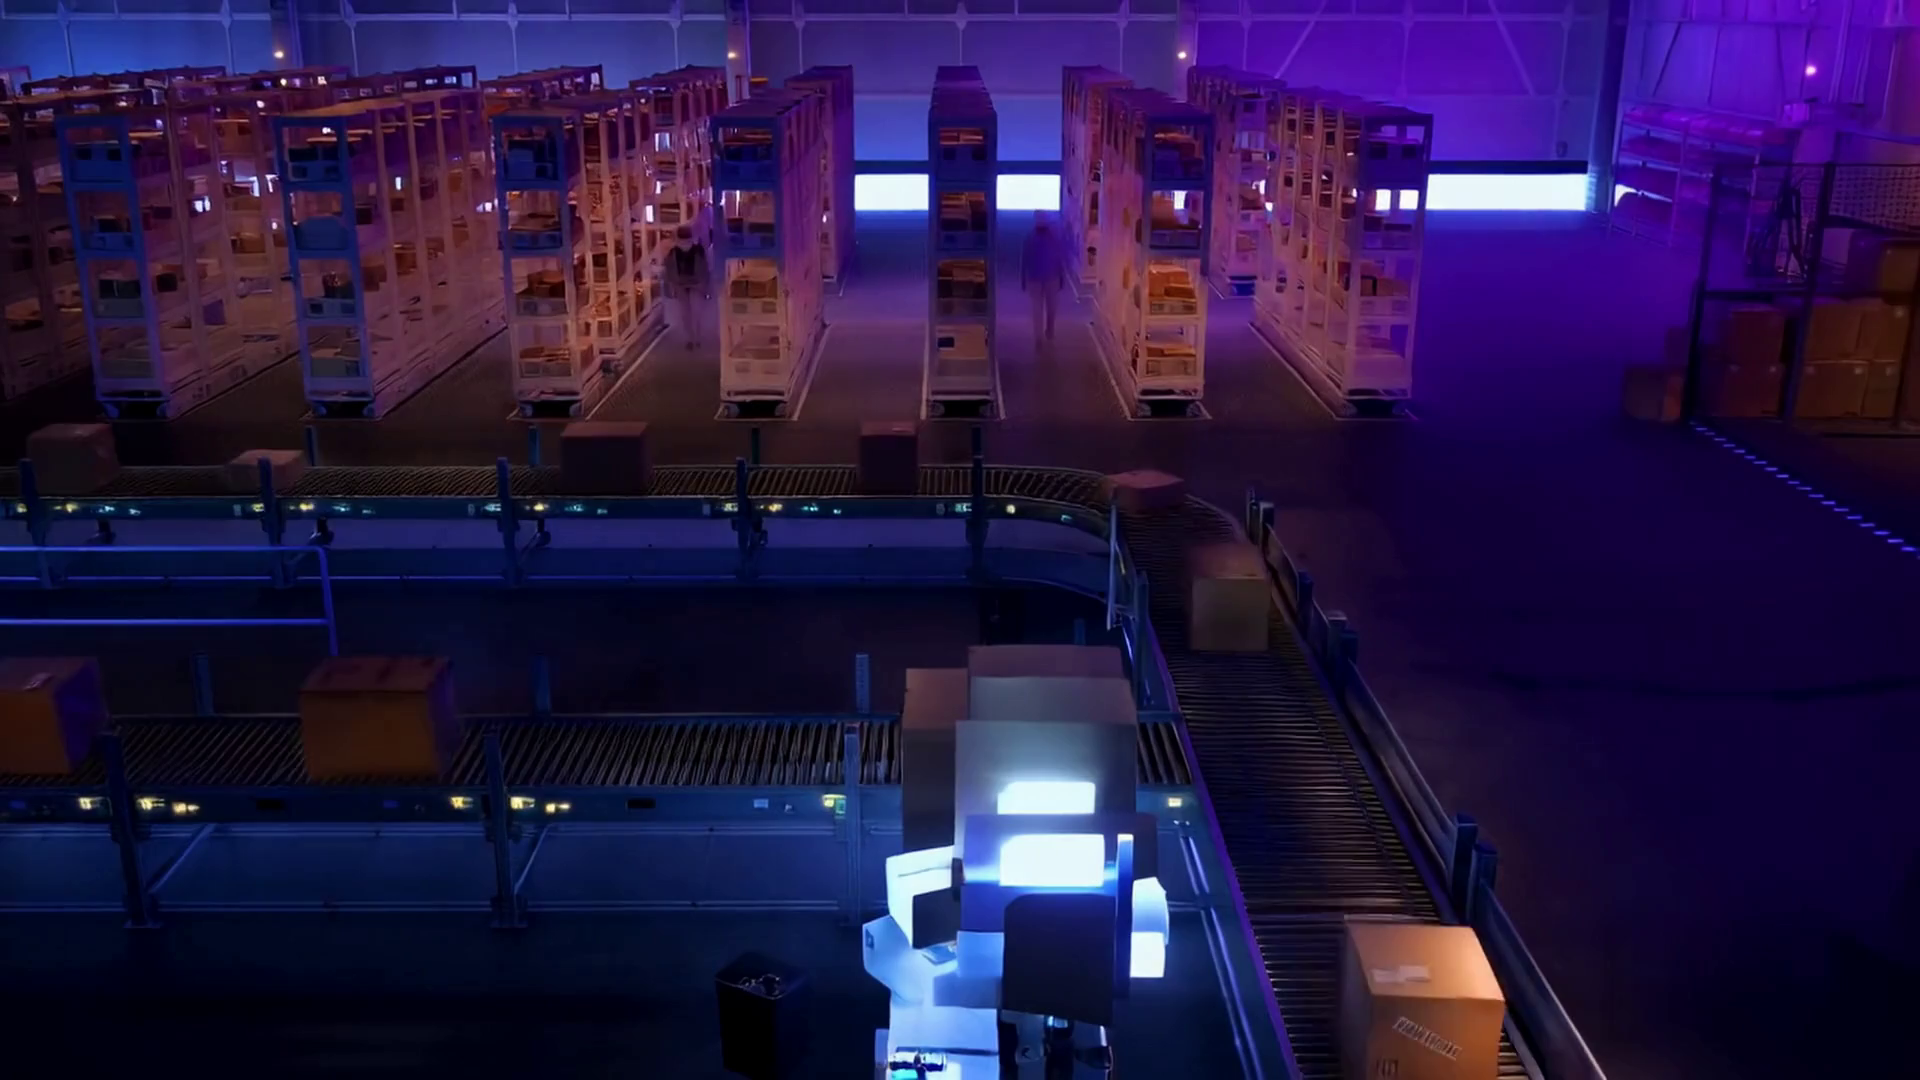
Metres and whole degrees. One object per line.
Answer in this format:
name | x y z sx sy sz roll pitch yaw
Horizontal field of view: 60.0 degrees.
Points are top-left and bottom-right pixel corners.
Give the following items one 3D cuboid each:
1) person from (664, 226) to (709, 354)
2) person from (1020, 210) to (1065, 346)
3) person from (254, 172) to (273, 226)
person | -3.905 -3.560 23.691 0.618 1.794 0.842 1 18 2
person | 1.191 -3.794 24.125 0.648 1.974 0.437 1 18 3
person | -14.112 -6.825 33.667 0.389 1.850 0.566 -4 18 -11
